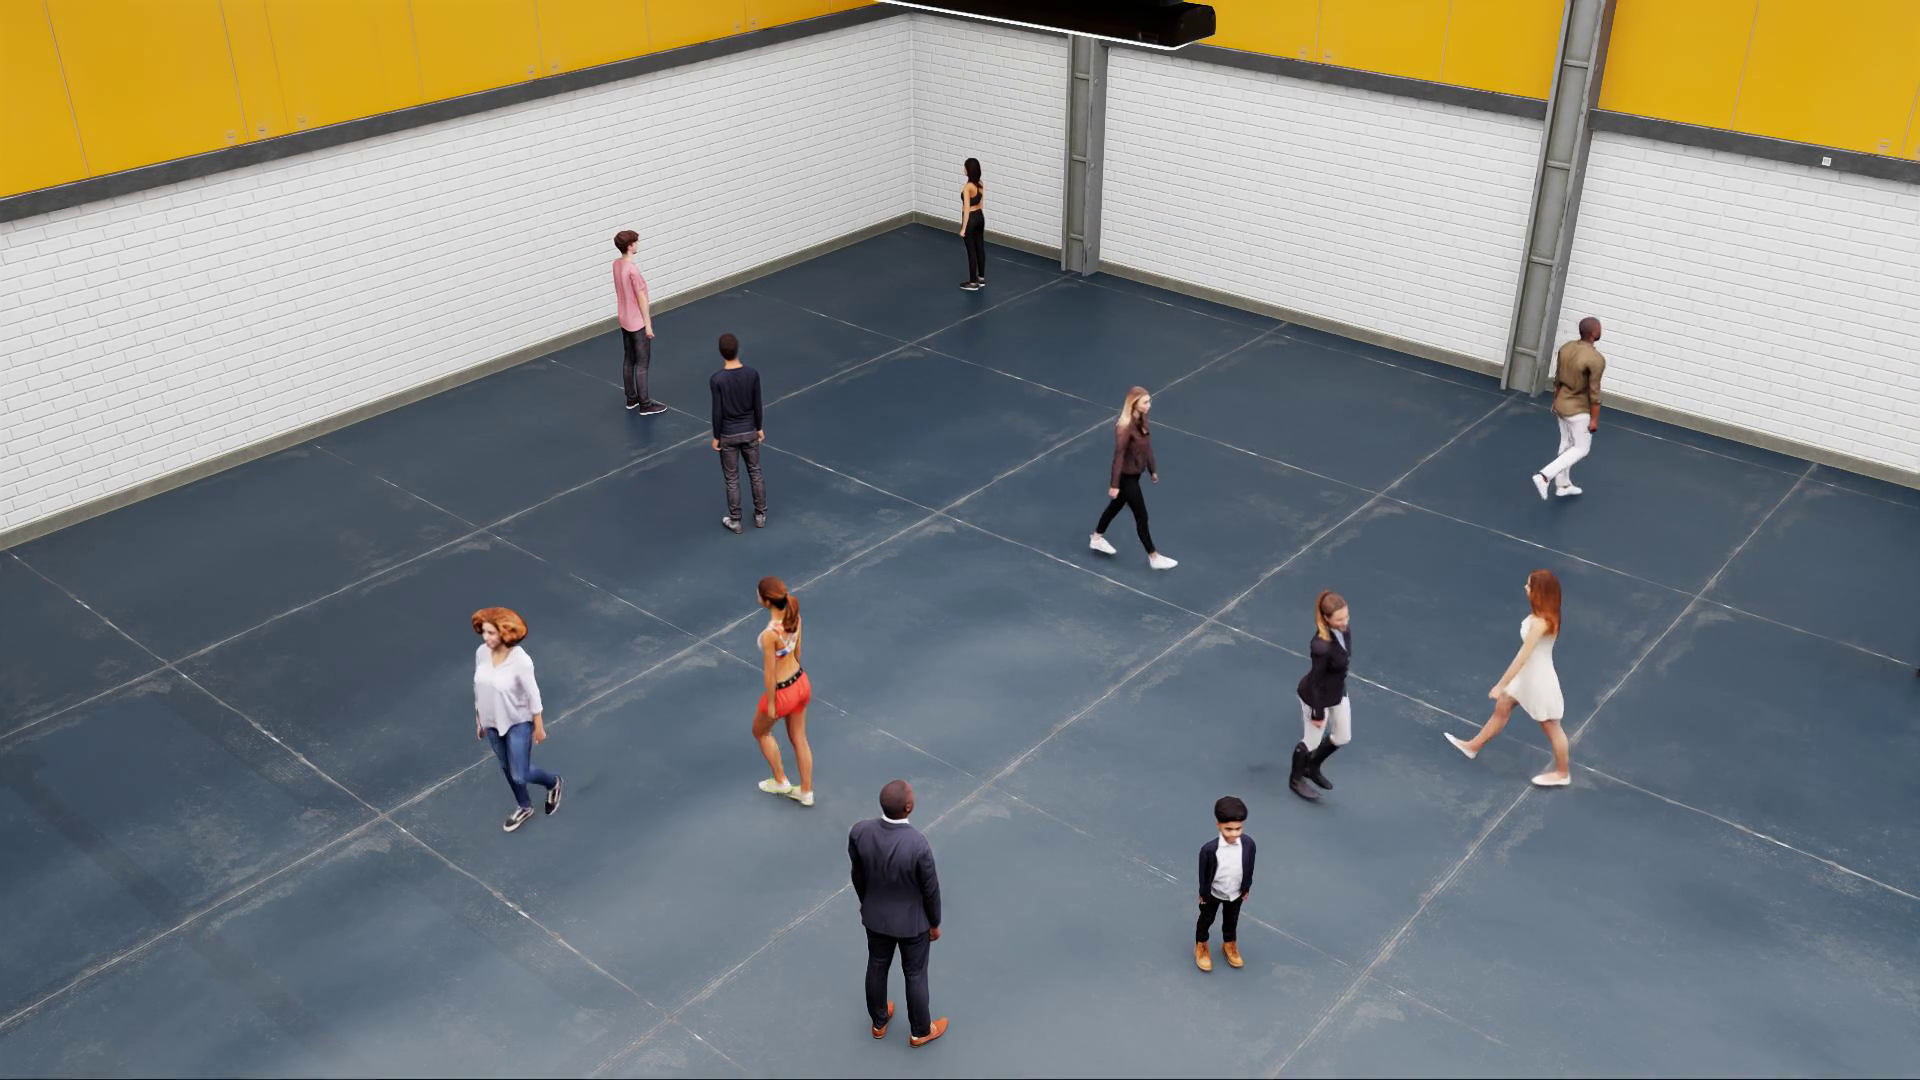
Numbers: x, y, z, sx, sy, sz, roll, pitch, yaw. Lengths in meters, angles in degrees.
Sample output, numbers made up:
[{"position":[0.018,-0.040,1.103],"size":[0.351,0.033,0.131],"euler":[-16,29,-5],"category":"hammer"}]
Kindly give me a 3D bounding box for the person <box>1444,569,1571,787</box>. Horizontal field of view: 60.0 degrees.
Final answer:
[{"position":[4.096,1.007,11.561],"size":[1.195,1.653,0.816],"euler":[10,30,17],"category":"person"}]

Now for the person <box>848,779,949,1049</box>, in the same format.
[{"position":[-0.349,2.108,9.365],"size":[0.643,1.824,0.812],"euler":[12,31,21],"category":"person"}]

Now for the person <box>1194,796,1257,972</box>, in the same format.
[{"position":[1.597,2.064,10.073],"size":[0.571,1.222,0.624],"euler":[-4,29,-7],"category":"person"}]

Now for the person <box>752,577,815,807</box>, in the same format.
[{"position":[-1.121,1.074,11.309],"size":[0.687,1.777,0.655],"euler":[18,33,29],"category":"person"}]

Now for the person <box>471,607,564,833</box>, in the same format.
[{"position":[-2.977,1.171,11.218],"size":[0.689,1.694,0.755],"euler":[15,32,26],"category":"person"}]

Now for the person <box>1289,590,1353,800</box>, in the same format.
[{"position":[2.433,1.077,11.380],"size":[0.599,1.703,0.594],"euler":[19,34,30],"category":"person"}]

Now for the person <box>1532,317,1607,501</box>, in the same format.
[{"position":[5.643,-1.183,15.410],"size":[1.028,1.812,0.999],"euler":[-10,30,-17],"category":"person"}]

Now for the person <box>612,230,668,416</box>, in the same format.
[{"position":[-3.384,-2.257,17.227],"size":[0.719,1.958,0.520],"euler":[-24,36,-36],"category":"person"}]

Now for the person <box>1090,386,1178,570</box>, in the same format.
[{"position":[1.398,-0.554,14.423],"size":[1.131,1.654,0.757],"euler":[15,32,26],"category":"person"}]

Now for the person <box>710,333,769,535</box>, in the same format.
[{"position":[-1.993,-0.954,14.935],"size":[0.711,1.866,0.671],"euler":[-14,32,-24],"category":"person"}]

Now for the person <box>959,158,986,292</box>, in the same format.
[{"position":[0.172,-3.921,20.606],"size":[0.497,1.643,0.554],"euler":[20,34,32],"category":"person"}]
